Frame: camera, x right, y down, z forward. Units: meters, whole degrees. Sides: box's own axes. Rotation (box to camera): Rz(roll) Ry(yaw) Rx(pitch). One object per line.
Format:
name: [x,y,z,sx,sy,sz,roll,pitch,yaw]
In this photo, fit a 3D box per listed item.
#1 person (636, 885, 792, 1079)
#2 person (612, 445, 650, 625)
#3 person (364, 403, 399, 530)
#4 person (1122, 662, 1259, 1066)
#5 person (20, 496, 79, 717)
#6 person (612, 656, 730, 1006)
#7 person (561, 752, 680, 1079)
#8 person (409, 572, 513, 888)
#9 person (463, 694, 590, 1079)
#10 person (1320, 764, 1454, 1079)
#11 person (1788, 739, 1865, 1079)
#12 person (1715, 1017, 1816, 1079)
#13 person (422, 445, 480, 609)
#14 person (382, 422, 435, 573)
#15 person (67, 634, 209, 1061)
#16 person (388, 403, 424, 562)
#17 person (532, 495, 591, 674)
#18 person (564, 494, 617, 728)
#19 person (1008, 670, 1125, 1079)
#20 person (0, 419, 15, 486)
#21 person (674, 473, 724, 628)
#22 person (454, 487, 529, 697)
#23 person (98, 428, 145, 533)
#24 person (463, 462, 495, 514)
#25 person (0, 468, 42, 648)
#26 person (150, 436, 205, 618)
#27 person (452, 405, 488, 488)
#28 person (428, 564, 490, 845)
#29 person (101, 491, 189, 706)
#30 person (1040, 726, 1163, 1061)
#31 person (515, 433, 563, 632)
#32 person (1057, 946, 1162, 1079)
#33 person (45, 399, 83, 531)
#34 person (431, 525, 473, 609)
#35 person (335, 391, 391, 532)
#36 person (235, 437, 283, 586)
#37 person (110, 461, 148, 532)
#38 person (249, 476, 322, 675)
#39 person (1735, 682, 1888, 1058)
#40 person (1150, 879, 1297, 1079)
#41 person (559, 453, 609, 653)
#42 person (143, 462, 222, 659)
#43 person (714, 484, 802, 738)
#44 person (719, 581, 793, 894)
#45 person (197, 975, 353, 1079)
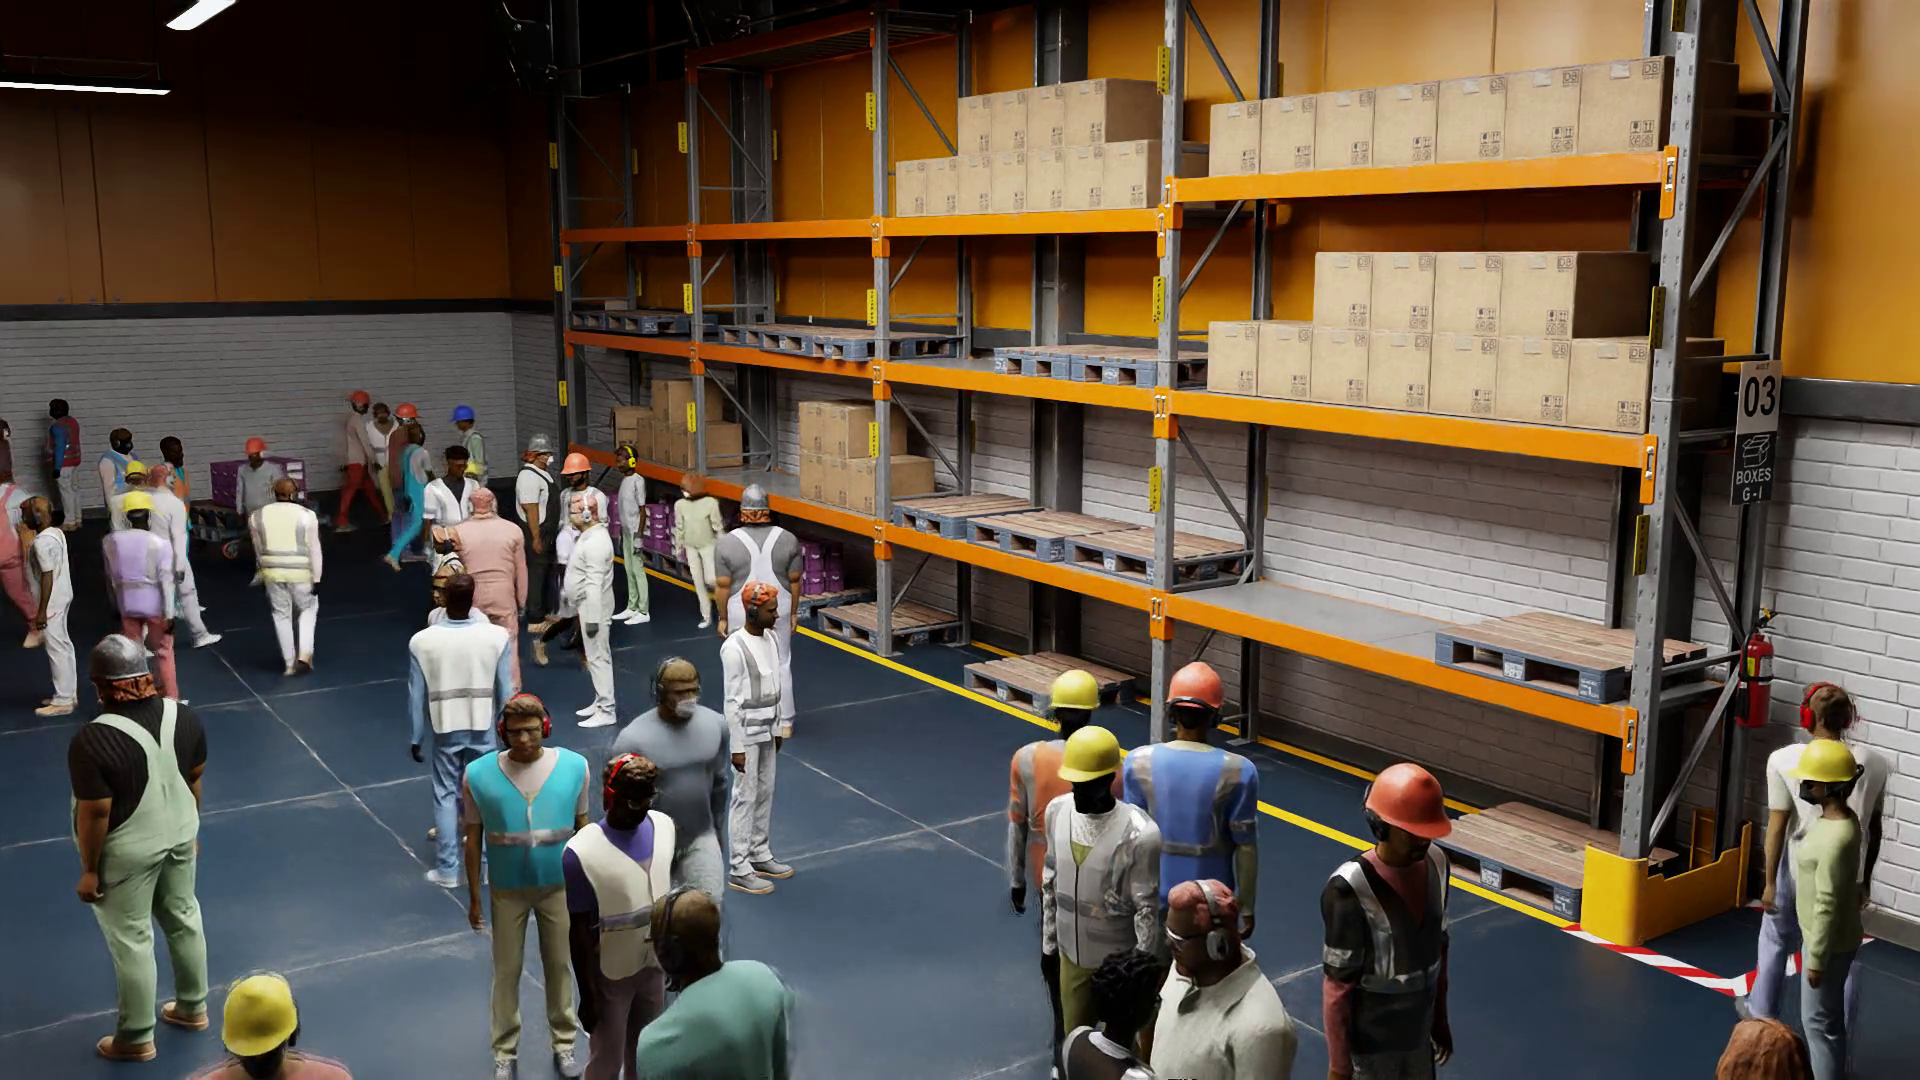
person: [-0.704,1.995,5.162,0.886,1.905,0.647,4,11,23]
person: [-3.426,-0.058,17.274,0.328,1.867,0.509,-6,12,-33]
person: [-7.937,-1.023,23.183,0.688,1.776,0.986,-5,11,-26]
person: [1.021,1.545,7.381,0.609,2.034,0.403,3,10,19]
person: [-7.567,0.543,13.818,0.346,1.842,0.506,-3,10,-16]
person: [-1.391,1.487,8.167,0.645,1.884,1.044,-6,11,-32]
person: [-1.356,1.749,6.744,0.390,1.838,0.564,6,11,31]
person: [-3.014,1.151,10.072,0.602,1.907,0.407,-3,10,-17]
person: [-1.977,1.592,7.656,0.570,1.840,0.373,-3,10,-19]
person: [1.571,1.780,6.022,0.612,2.029,0.407,-7,12,-36]
person: [3.704,1.717,7.176,0.338,1.761,0.529,6,11,30]
person: [2.313,2.170,4.864,0.499,1.636,0.286,-5,11,-27]
person: [-5.078,0.016,16.613,0.672,1.946,0.388,-9,13,-43]
person: [-6.620,-0.514,20.146,0.542,1.808,0.865,9,13,43]
person: [-3.956,1.445,7.934,0.536,2.000,0.683,4,11,23]
person: [-6.932,-0.722,20.839,0.417,1.985,0.617,-7,12,-37]
person: [-3.558,0.400,15.187,0.747,1.661,0.544,4,10,22]
person: [-3.010,0.566,13.533,0.398,1.898,0.641,-2,10,-13]
person: [0.579,1.534,7.829,0.608,1.896,0.767,5,11,27]
person: [-12.884,-0.811,22.373,0.270,1.632,0.504,-1,10,-5]
person: [-2.680,0.102,17.120,0.547,1.602,0.352,3,10,16]
person: [-3.958,0.503,13.968,0.673,1.879,0.454,-3,10,-17]
person: [-9.629,-0.375,19.201,0.430,1.844,0.624,0,10,3]
person: [-5.004,0.053,17.072,0.533,1.707,0.892,-5,11,-27]
person: [-9.121,0.105,15.802,0.687,2.000,1.018,-1,10,-7]
person: [-8.320,-0.143,17.617,0.392,1.919,0.591,0,10,-2]
person: [-6.181,-0.740,21.041,0.413,1.943,0.617,-6,11,-31]
person: [-3.244,1.058,10.781,0.516,1.844,0.329,5,11,26]
person: [-6.723,0.552,13.620,0.607,1.896,0.680,0,10,-1]
person: [0.559,1.690,6.859,0.586,1.920,0.398,9,13,43]
person: [-4.246,-0.093,16.964,0.535,2.000,0.681,-1,10,-5]
person: [0.479,2.089,5.180,0.321,1.694,0.534,-5,11,-25]
person: [-12.469,-1.045,23.138,0.429,1.844,0.627,-1,10,-9]
person: [-4.142,0.685,13.605,0.313,1.634,0.514,-3,10,-19]
person: [-8.282,-1.101,23.160,1.006,1.936,0.607,-6,11,-30]
person: [-8.169,-0.366,19.497,0.566,1.728,0.780,3,10,16]
person: [-8.275,0.076,16.809,0.518,1.756,0.342,-6,11,-30]
person: [-6.105,0.329,15.150,0.624,1.821,0.459,-1,10,-6]
person: [4.051,1.569,7.903,0.576,1.801,0.783,0,10,2]
person: [0.777,1.980,5.233,0.399,1.895,0.657,-3,10,-18]
person: [-3.640,0.125,15.987,0.553,1.935,0.362,5,11,27]
person: [-7.594,0.188,15.871,0.651,1.863,0.986,3,10,17]
person: [-1.606,0.564,13.107,0.682,2.000,0.536,-3,10,-17]
person: [-1.233,1.172,10.021,0.357,1.879,0.582,4,10,20]
person: [-2.077,2.088,5.070,0.508,1.726,0.848,-3,10,-15]
